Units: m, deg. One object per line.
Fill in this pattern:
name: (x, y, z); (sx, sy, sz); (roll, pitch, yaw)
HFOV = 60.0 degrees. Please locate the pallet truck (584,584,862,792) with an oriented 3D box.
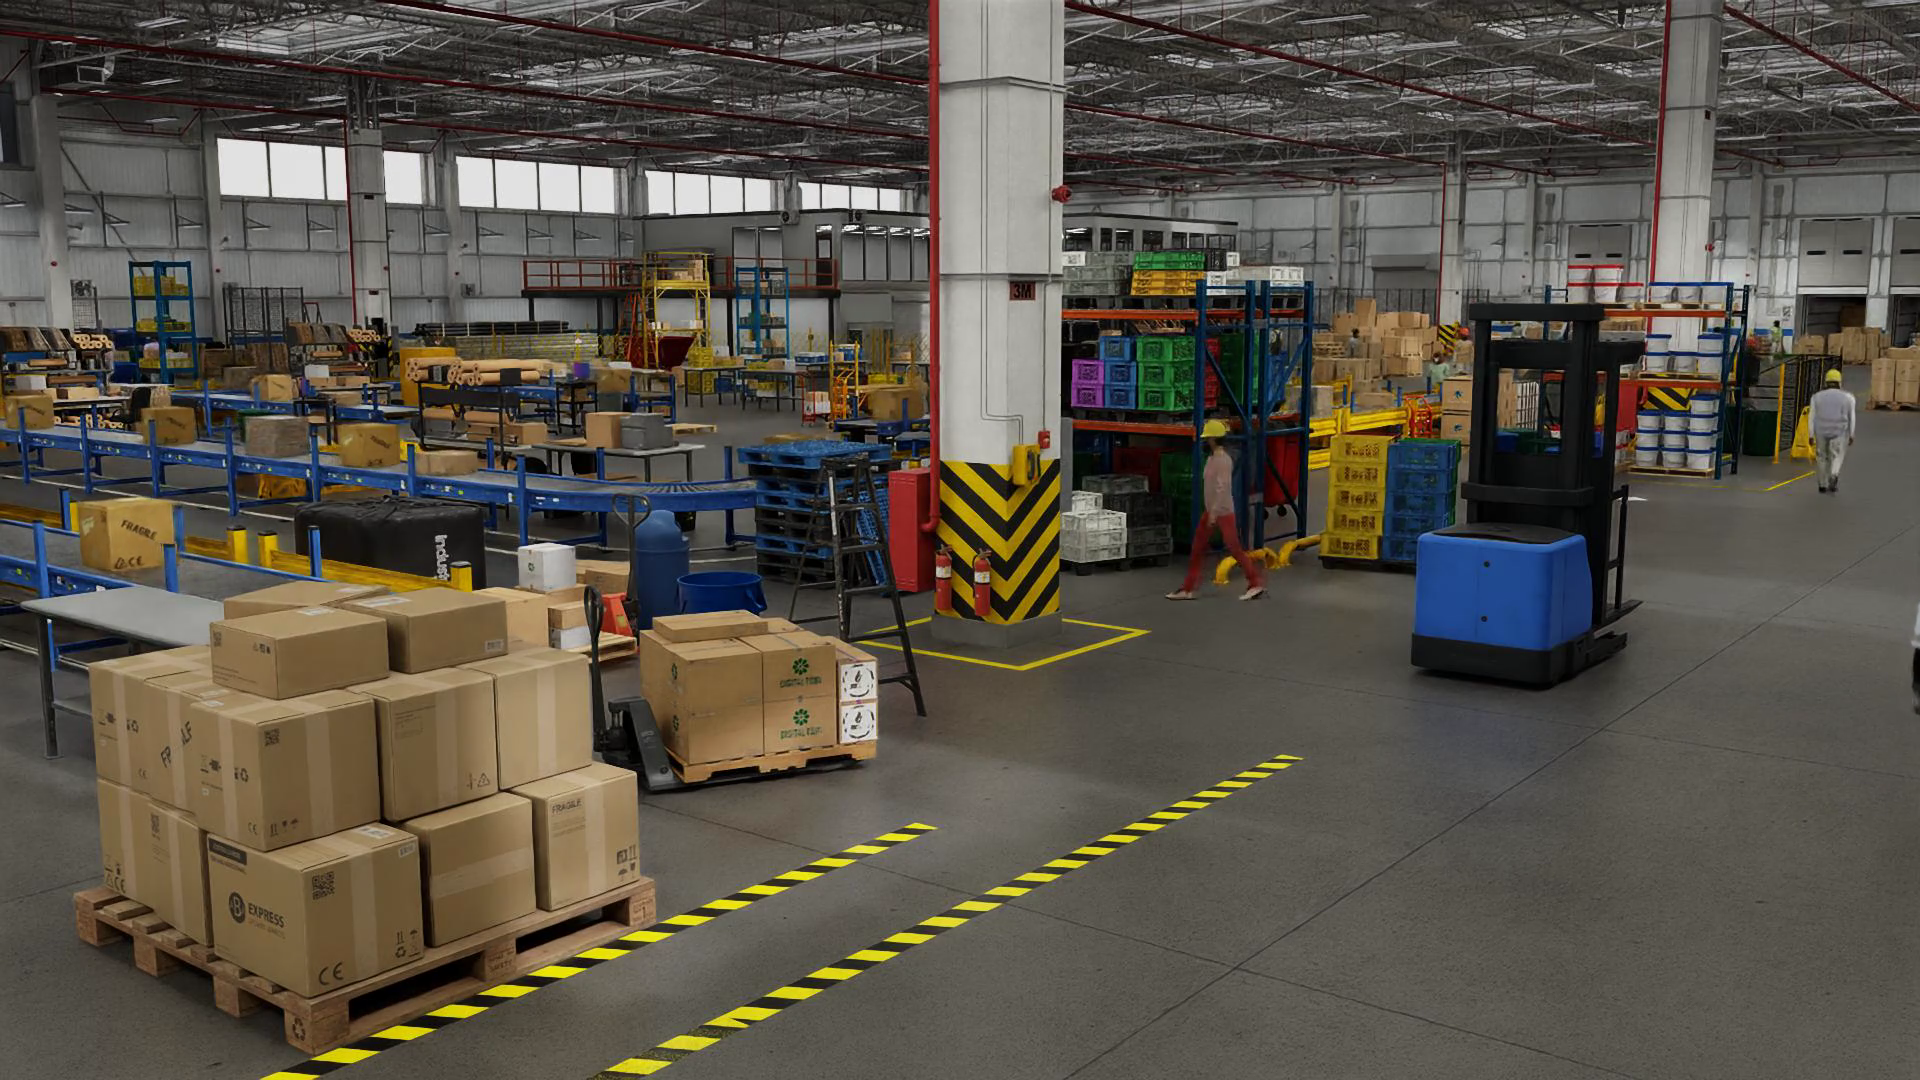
pallet truck: (-1.426, 0.805, 10.019); (1.601, 1.201, 0.680); (-4, 9, -26)

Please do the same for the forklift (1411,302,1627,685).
forklift: (4.379, -0.438, 12.852); (1.129, 2.768, 1.873); (7, 11, 37)

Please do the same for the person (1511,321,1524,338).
person: (24.833, -8.940, 74.075); (0.508, 1.695, 0.893); (4, 9, 23)

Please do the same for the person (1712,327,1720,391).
person: (22.428, -5.394, 49.557); (0.630, 1.890, 0.761); (-5, 10, -32)

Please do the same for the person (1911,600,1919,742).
person: (5.221, 0.788, 8.617); (0.540, 1.685, 0.536); (6, 10, 33)

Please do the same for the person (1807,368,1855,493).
person: (12.531, -1.559, 23.948); (0.611, 1.821, 0.489); (5, 10, 28)

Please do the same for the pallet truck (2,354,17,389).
pallet truck: (-24.881, -4.417, 42.634); (1.885, 1.965, 0.823); (8, 11, 41)

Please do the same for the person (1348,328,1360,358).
person: (12.101, -5.634, 51.426); (0.630, 1.825, 0.591); (5, 10, 31)

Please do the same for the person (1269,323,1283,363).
person: (11.390, -6.912, 59.968); (0.506, 1.846, 0.351); (-4, 9, -22)

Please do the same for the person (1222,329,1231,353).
person: (7.437, -4.909, 46.166); (0.513, 1.951, 0.663); (1, 8, 7)

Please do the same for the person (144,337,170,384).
person: (-19.794, -4.206, 41.061); (0.611, 2.042, 0.396); (-7, 11, -41)

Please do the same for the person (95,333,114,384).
person: (-21.976, -4.392, 42.841); (0.659, 1.884, 0.688); (7, 11, 40)

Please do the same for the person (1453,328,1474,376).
person: (14.311, -5.036, 47.124); (0.561, 1.907, 0.816); (-1, 8, -5)

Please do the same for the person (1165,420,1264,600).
person: (2.445, -0.271, 15.627); (0.915, 1.722, 0.527); (-2, 9, -15)

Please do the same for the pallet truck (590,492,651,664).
pallet truck: (-3.115, 0.344, 12.883); (0.653, 1.274, 1.630); (7, 11, 37)

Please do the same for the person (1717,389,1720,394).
person: (17.526, -3.803, 38.696); (0.545, 1.938, 0.355); (0, 8, 3)

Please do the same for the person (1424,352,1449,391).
person: (10.722, -3.431, 37.366); (0.522, 1.588, 0.866); (6, 10, 36)

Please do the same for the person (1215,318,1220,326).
person: (11.320, -8.901, 73.241); (0.584, 1.883, 0.338); (7, 11, 40)

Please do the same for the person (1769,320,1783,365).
person: (33.109, -8.018, 67.485); (0.652, 1.826, 0.445); (-3, 9, -17)

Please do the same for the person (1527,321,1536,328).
person: (27.205, -9.798, 79.123); (0.609, 1.943, 0.410); (-7, 11, -41)

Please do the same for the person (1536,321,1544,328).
person: (27.093, -9.565, 77.602); (0.613, 1.912, 0.545); (-6, 10, -35)

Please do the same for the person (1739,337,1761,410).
person: (16.723, -3.338, 35.480); (0.625, 1.975, 0.742); (-2, 9, -13)

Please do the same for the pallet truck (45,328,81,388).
pallet truck: (-23.775, -4.544, 43.495); (1.885, 1.965, 0.823); (6, 10, 35)
